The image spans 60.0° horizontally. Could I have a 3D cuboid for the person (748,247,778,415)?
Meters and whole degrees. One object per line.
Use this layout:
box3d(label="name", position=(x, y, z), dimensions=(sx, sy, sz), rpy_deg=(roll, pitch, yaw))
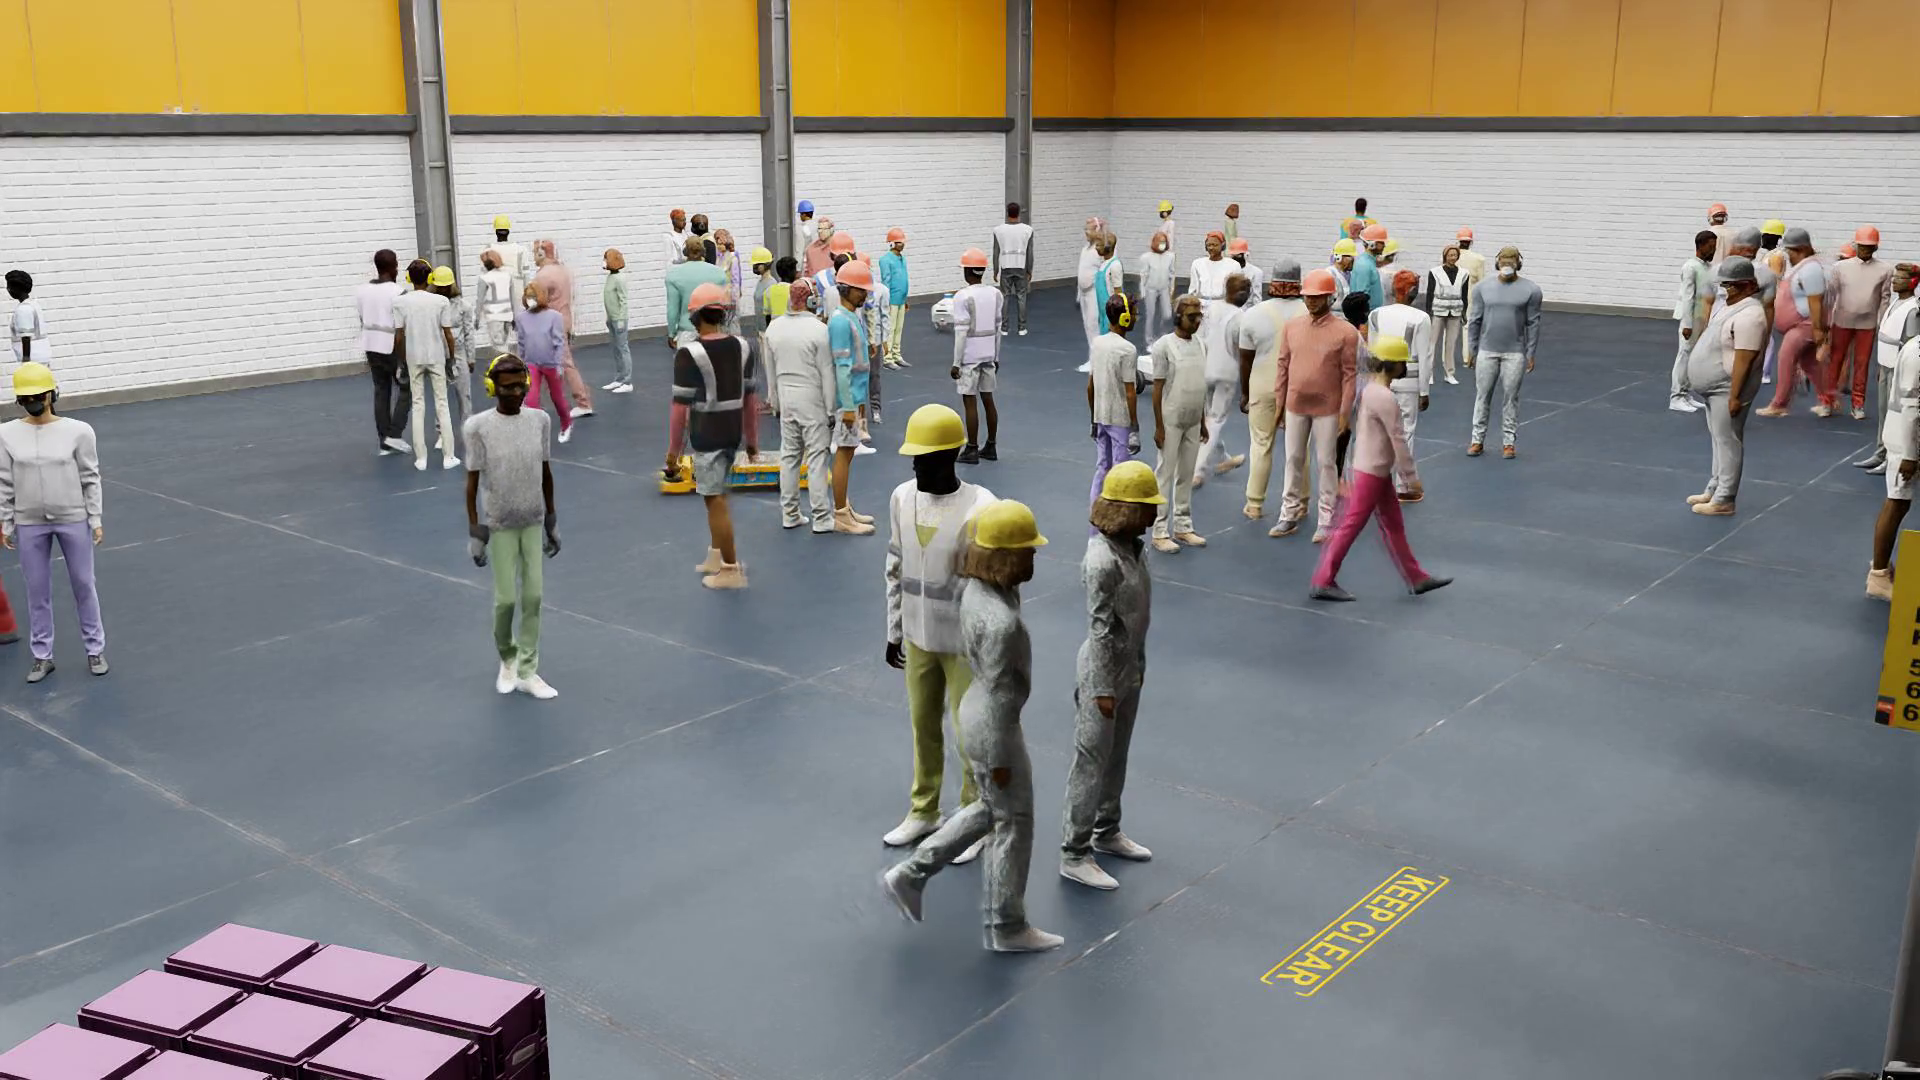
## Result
box3d(label="person", position=(-2.050, -2.199, 17.545), dimensions=(0.339, 1.761, 0.528), rpy_deg=(-5, 15, -19))

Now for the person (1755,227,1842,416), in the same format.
box3d(label="person", position=(8.896, -2.300, 17.366), dimensions=(0.859, 2.000, 0.697), rpy_deg=(4, 15, 15))

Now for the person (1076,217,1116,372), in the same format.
box3d(label="person", position=(1.647, -3.030, 20.571), dimensions=(0.410, 1.907, 0.682), rpy_deg=(-6, 15, -22))

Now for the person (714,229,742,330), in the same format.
box3d(label="person", position=(-3.192, -3.378, 22.491), dimensions=(0.511, 1.637, 0.307), rpy_deg=(3, 14, 11))

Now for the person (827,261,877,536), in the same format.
box3d(label="person", position=(-0.806, -1.055, 12.407), dimensions=(0.392, 2.034, 0.605), rpy_deg=(0, 14, -1))

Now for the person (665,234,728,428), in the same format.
box3d(label="person", position=(-2.641, -2.097, 16.758), dimensions=(0.635, 1.937, 0.354), rpy_deg=(-5, 15, -21))

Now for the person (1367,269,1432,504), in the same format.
box3d(label="person", position=(3.540, -1.236, 13.425), dimensions=(0.354, 1.887, 0.576), rpy_deg=(-13, 19, -43))

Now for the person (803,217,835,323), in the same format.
box3d(label="person", position=(-1.636, -2.984, 20.370), dimensions=(0.649, 1.907, 0.409), rpy_deg=(6, 15, 22))

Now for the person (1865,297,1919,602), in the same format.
box3d(label="person", position=(6.119, -0.611, 10.628), dimensions=(0.406, 2.034, 0.610), rpy_deg=(9, 17, 31))

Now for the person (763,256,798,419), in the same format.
box3d(label="person", position=(-1.790, -2.077, 17.176), dimensions=(0.536, 1.693, 0.322), rpy_deg=(9, 17, 32))

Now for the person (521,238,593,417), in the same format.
box3d(label="person", position=(-4.315, -2.202, 17.342), dimensions=(0.992, 1.852, 0.657), rpy_deg=(1, 14, 4))

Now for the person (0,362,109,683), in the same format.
box3d(label="person", position=(-4.982, -0.099, 9.127), dimensions=(0.524, 1.769, 0.308), rpy_deg=(-5, 15, -21))

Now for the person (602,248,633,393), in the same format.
box3d(label="person", position=(-3.934, -2.508, 19.016), dimensions=(0.278, 1.636, 0.498), rpy_deg=(-8, 16, -29))

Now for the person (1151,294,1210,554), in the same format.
box3d(label="person", position=(1.585, -0.835, 11.908), dimensions=(0.506, 1.847, 0.346), rpy_deg=(-11, 18, -37))

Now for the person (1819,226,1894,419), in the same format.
box3d(label="person", position=(9.296, -2.253, 17.272), dimensions=(0.622, 1.992, 0.388), rpy_deg=(5, 15, 19))

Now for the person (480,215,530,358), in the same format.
box3d(label="person", position=(-5.565, -3.007, 20.422), dimensions=(0.584, 1.927, 0.367), rpy_deg=(-7, 16, -26))

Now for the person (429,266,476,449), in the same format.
box3d(label="person", position=(-4.801, -1.706, 15.639), dimensions=(0.486, 1.728, 0.376), rpy_deg=(-2, 14, -7))

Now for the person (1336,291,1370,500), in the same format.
box3d(label="person", position=(3.189, -1.191, 13.629), dimensions=(0.317, 1.695, 0.540), rpy_deg=(2, 14, 8))

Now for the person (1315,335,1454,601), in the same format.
box3d(label="person", position=(2.724, -0.436, 10.574), dimensions=(0.915, 1.720, 0.523), rpy_deg=(2, 14, 6))

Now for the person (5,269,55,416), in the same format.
box3d(label="person", position=(-8.735, -1.696, 15.671), dimensions=(0.319, 1.687, 0.539), rpy_deg=(-5, 15, -19))

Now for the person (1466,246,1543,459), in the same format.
box3d(label="person", position=(4.958, -1.715, 15.236), dimensions=(0.636, 1.938, 0.365), rpy_deg=(6, 15, 22))

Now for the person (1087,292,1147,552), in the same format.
box3d(label="person", position=(1.106, -0.814, 11.775), dimensions=(0.310, 1.869, 0.531), rpy_deg=(-8, 16, -30))

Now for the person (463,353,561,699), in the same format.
box3d(label="person", position=(-2.368, -0.066, 8.826), dimensions=(0.522, 1.854, 0.470), rpy_deg=(-12, 18, -40))

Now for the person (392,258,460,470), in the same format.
box3d(label="person", position=(-4.725, -1.552, 14.725), dimensions=(0.531, 1.869, 0.310), rpy_deg=(-3, 14, -12))

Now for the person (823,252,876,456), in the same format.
box3d(label="person", position=(-1.042, -1.716, 15.376), dimensions=(0.520, 1.873, 0.328), rpy_deg=(13, 19, 41))

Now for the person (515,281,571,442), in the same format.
box3d(label="person", position=(-3.908, -1.649, 15.682), dimensions=(0.497, 1.596, 0.822), rpy_deg=(1, 14, 6))

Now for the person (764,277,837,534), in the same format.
box3d(label="person", position=(-1.139, -1.003, 12.450), dimensions=(0.639, 1.910, 0.407), rpy_deg=(10, 17, 34))

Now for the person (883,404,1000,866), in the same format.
box3d(label="person", position=(-0.076, 0.390, 6.845), dimensions=(0.593, 1.925, 0.384), rpy_deg=(10, 17, 36))

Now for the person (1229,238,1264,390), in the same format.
box3d(label="person", position=(3.204, -2.602, 19.177), dimensions=(0.567, 1.743, 0.351), rpy_deg=(10, 17, 35))

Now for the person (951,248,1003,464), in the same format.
box3d(label="person", position=(0.126, -1.655, 14.997), dimensions=(0.552, 1.935, 0.370), rpy_deg=(-13, 19, -41))

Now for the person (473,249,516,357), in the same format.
box3d(label="person", position=(-5.299, -2.547, 19.207), dimensions=(0.739, 1.608, 0.511), rpy_deg=(8, 16, 28))

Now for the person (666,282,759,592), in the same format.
box3d(label="person", position=(-1.664, -0.664, 10.882), dimensions=(0.669, 2.008, 0.615), rpy_deg=(10, 17, 34))

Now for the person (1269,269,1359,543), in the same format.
box3d(label="person", position=(2.585, -0.981, 12.186), dimensions=(0.609, 1.995, 0.376), rpy_deg=(9, 17, 32))
